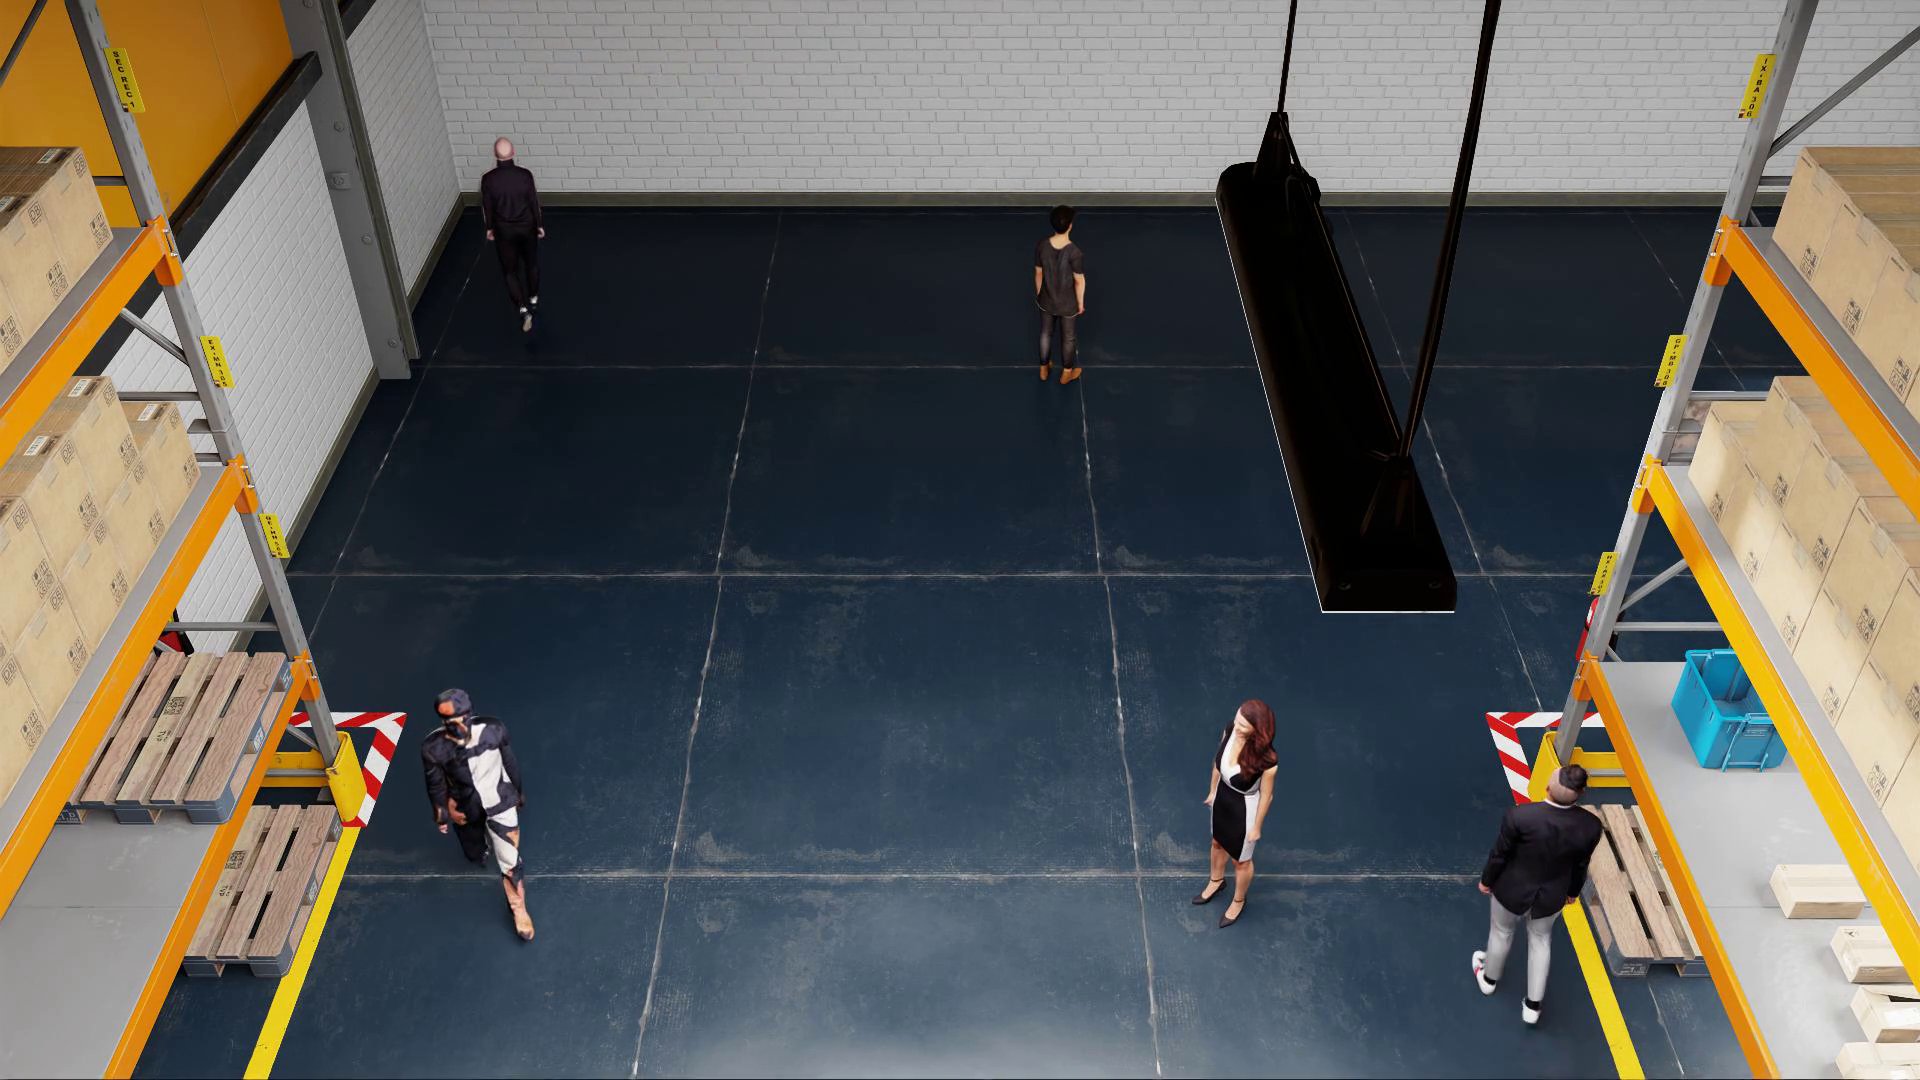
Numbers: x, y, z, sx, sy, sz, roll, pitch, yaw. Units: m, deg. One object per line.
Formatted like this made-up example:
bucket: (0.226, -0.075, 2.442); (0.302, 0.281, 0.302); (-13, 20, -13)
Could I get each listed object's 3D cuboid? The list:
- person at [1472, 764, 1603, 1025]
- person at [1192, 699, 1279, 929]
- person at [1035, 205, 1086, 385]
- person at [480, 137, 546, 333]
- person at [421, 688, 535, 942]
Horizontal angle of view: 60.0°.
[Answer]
person: (3.222, 1.949, 9.307); (0.748, 1.969, 0.803); (4, 39, 5)
person: (1.647, 1.608, 9.873); (0.707, 1.795, 0.608); (-24, 44, -27)
person: (0.876, -2.159, 14.651); (0.705, 1.719, 0.706); (17, 42, 21)
person: (-4.103, -2.802, 15.383); (0.934, 1.810, 1.212); (-12, 40, -15)
person: (-2.866, 1.521, 9.926); (0.963, 1.866, 1.217); (-14, 41, -17)
